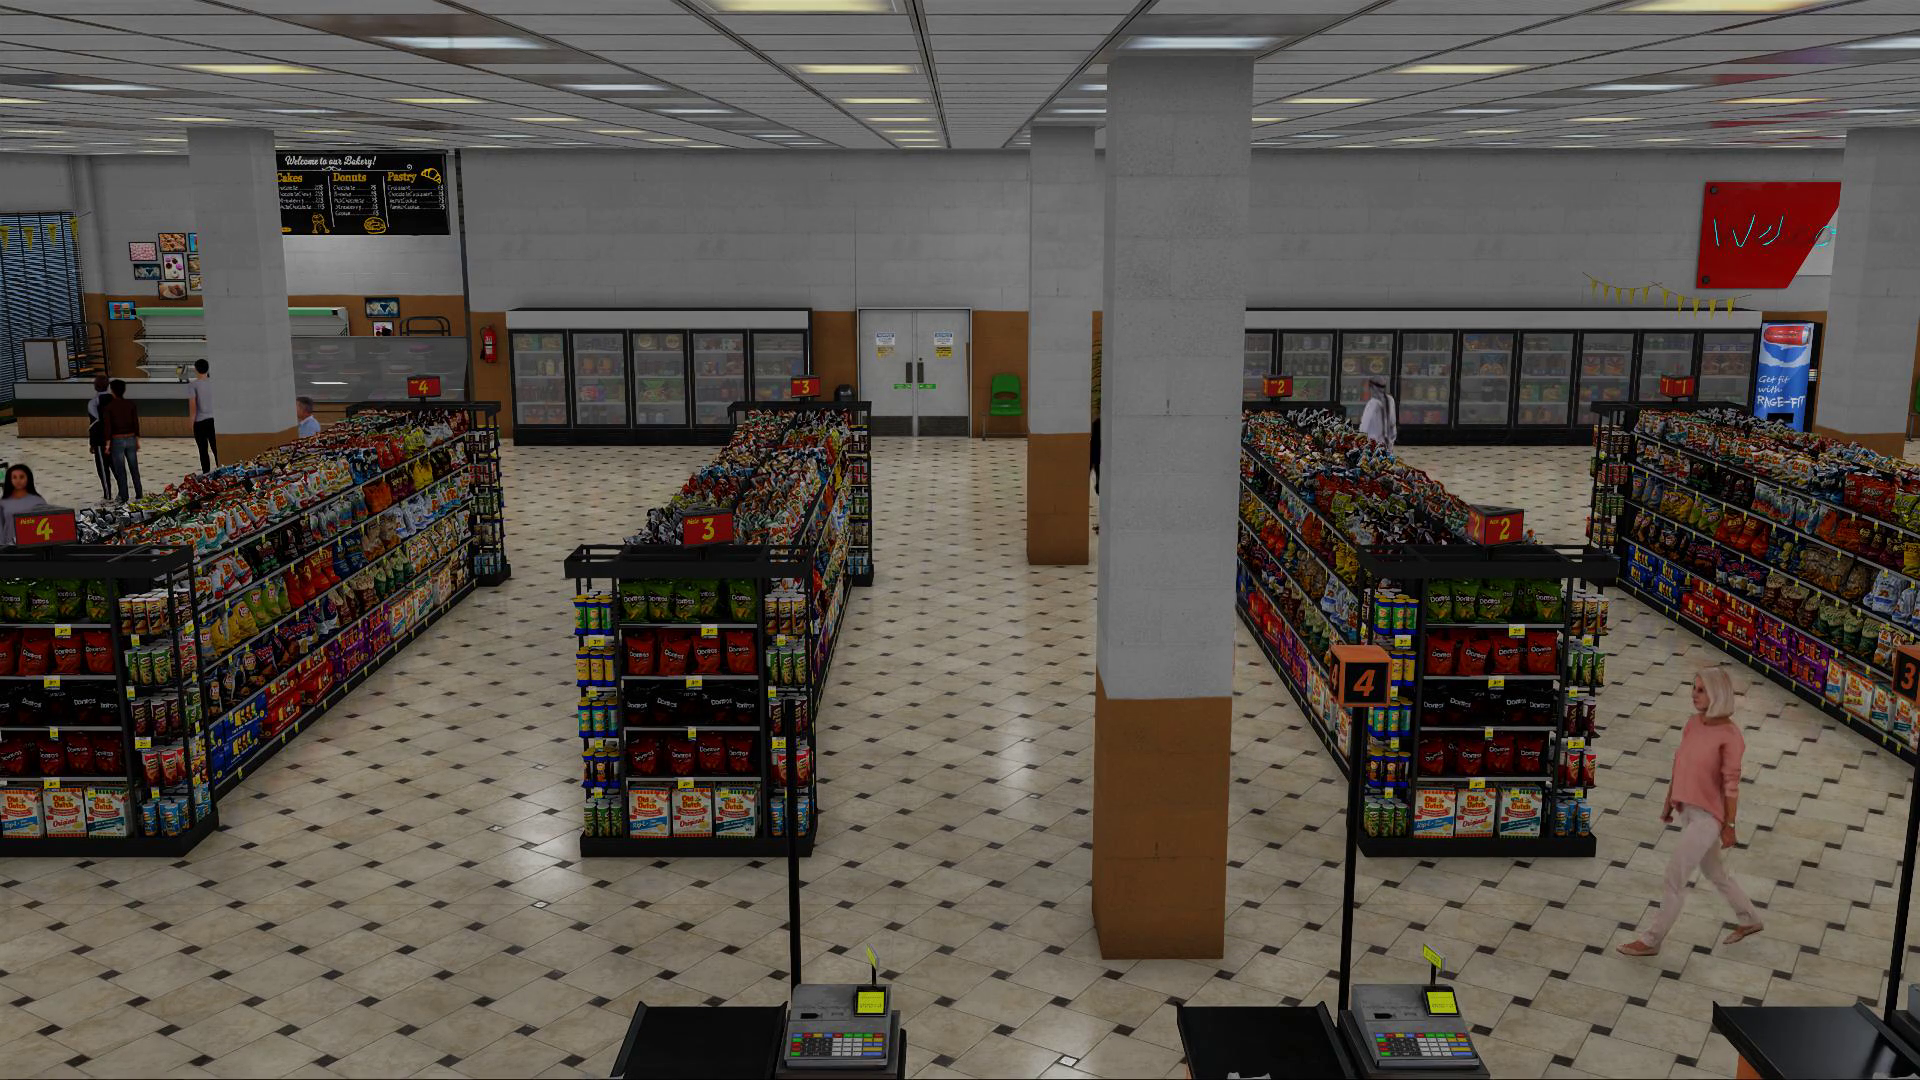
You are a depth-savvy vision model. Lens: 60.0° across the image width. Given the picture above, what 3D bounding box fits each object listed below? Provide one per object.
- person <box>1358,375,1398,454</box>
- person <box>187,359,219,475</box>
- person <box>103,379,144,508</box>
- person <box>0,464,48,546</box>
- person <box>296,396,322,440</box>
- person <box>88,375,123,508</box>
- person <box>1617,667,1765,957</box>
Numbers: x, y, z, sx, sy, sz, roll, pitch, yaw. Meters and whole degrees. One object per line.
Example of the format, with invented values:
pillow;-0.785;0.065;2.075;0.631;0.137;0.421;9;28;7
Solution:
person;5.602;-1.196;22.003;1.217;1.884;1.218;10;15;38
person;-11.196;-1.756;24.710;0.801;1.863;0.691;8;14;33
person;-11.491;-1.324;22.858;0.776;1.782;0.677;9;15;36
person;-9.087;0.128;16.168;0.854;1.697;1.216;-4;12;-17
person;-8.037;-0.873;20.606;0.810;1.828;0.639;-4;13;-19
person;-11.838;-1.393;23.080;0.788;1.826;0.632;5;13;21
person;4.277;1.561;9.400;0.807;1.681;1.133;-2;12;-9
